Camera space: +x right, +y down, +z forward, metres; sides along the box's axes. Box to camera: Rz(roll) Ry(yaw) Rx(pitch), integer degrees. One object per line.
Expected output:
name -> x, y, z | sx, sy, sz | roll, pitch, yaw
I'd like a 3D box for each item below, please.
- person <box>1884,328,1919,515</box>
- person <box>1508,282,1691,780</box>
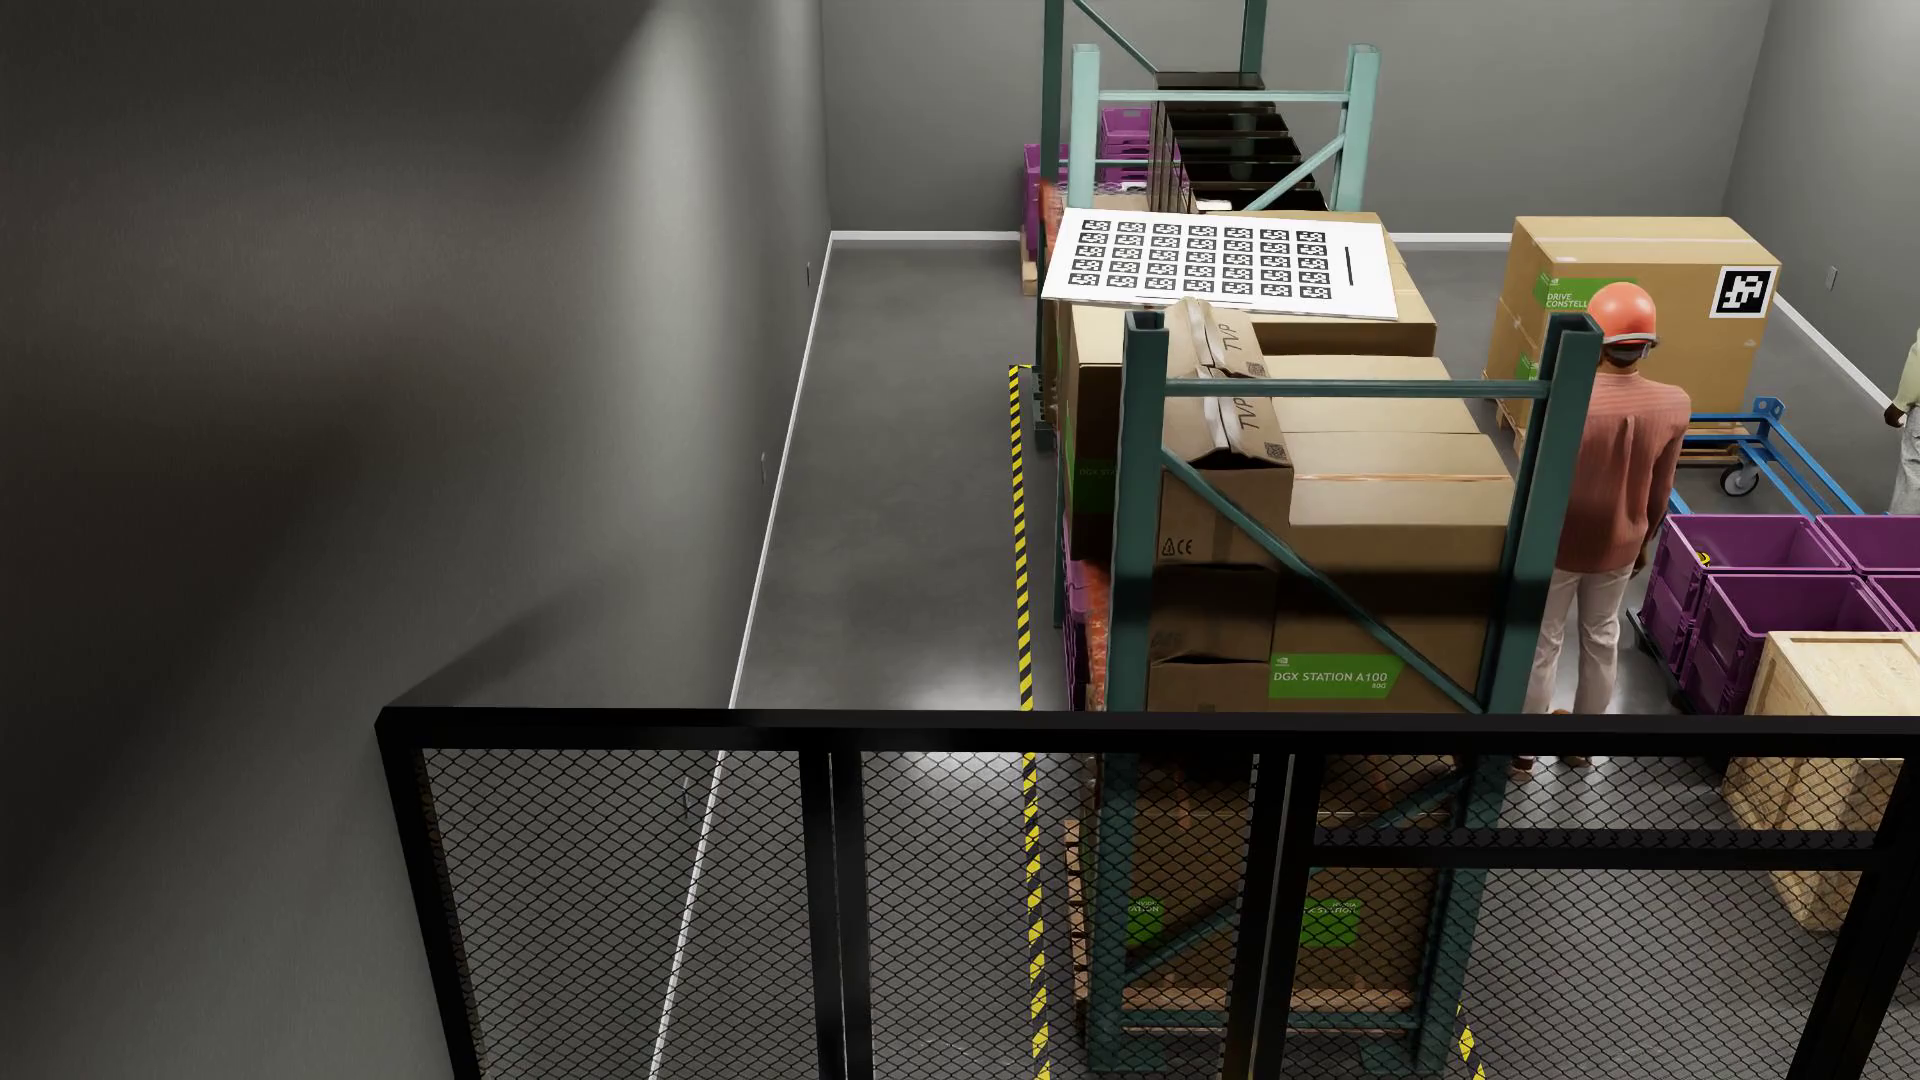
person -> 4.445, -0.648, 7.390 | 0.587, 1.835, 0.403 | 2, 31, 4
person -> 2.290, -0.001, 6.167 | 0.614, 1.990, 0.401 | -6, 32, -10
